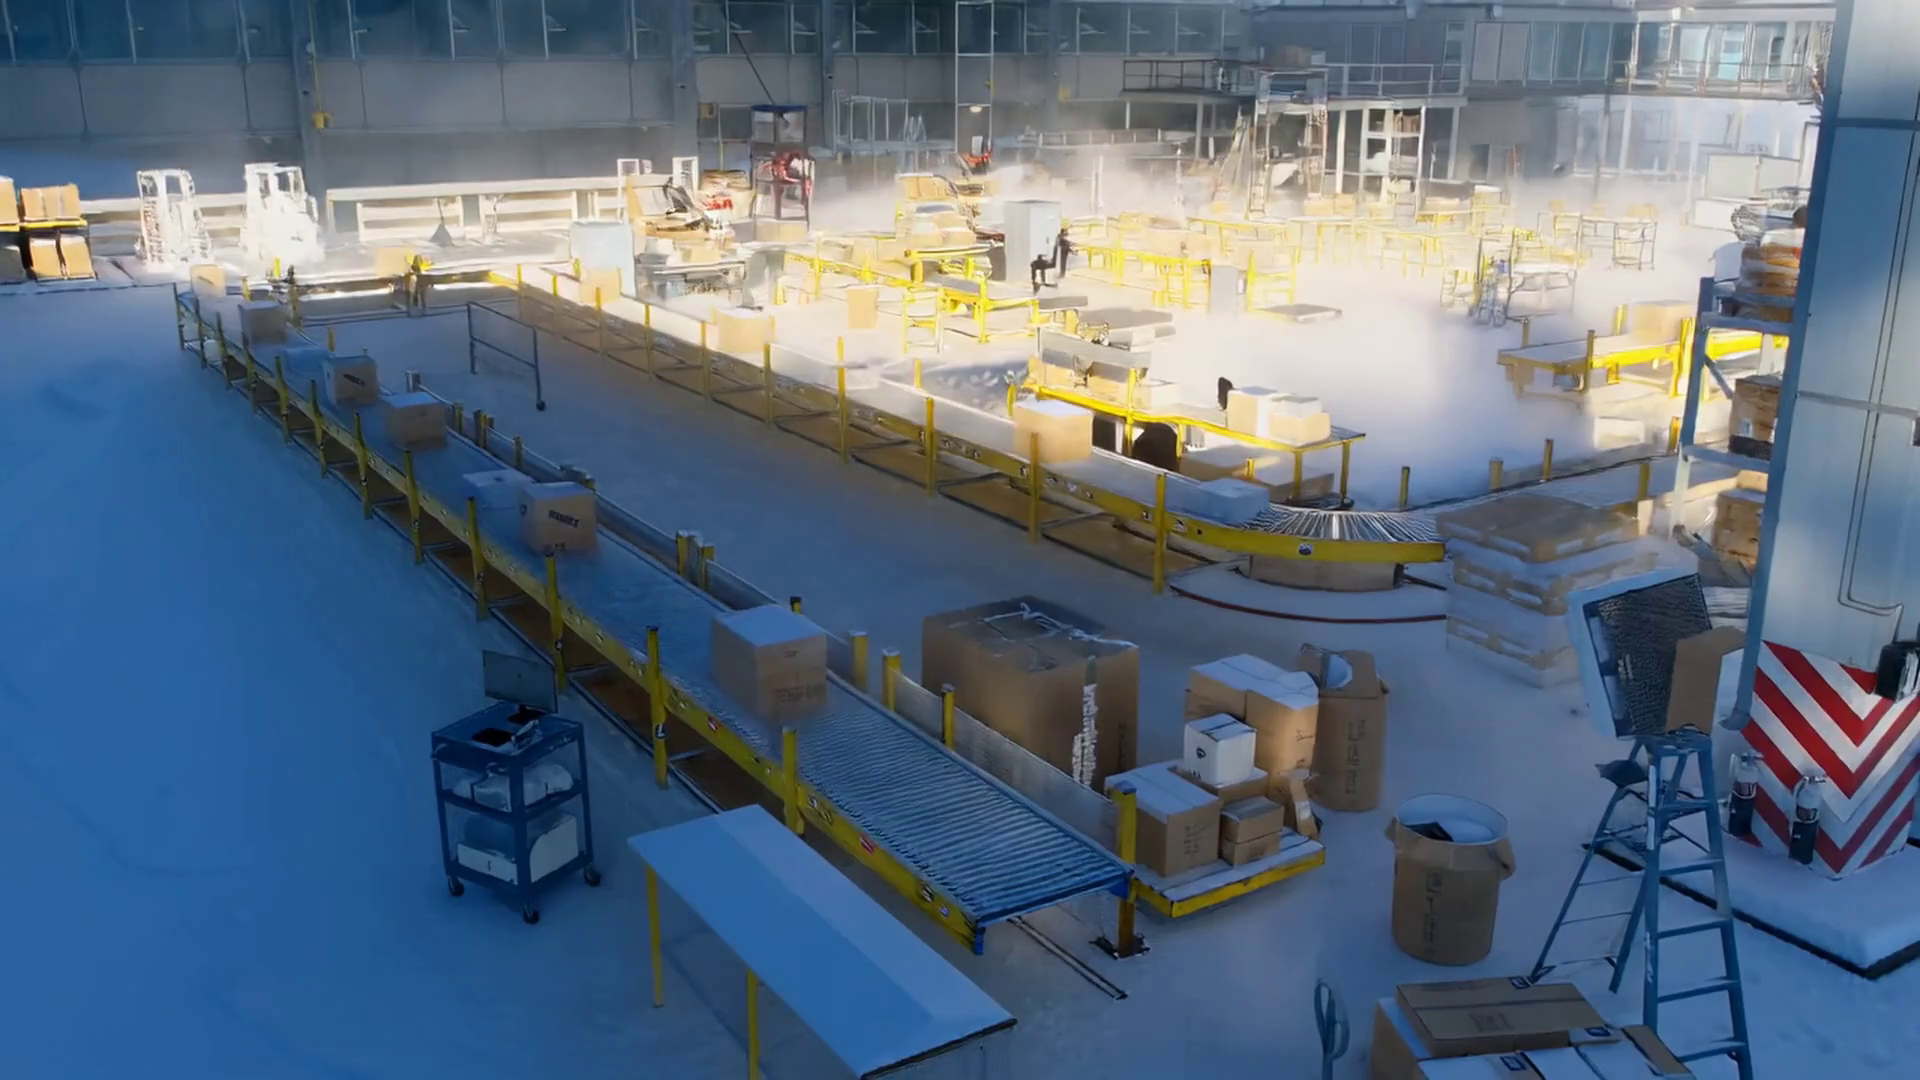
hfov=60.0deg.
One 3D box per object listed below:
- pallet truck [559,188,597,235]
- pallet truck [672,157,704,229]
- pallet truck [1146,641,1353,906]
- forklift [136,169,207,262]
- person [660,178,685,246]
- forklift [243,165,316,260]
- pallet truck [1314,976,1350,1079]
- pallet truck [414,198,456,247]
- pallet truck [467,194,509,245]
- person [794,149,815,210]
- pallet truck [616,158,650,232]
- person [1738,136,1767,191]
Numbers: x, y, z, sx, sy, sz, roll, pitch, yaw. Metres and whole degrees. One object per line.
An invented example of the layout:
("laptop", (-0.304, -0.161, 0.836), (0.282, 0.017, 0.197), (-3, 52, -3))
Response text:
("pallet truck", (-10.010, -8.652, 43.699), (0.653, 1.274, 1.630), (-10, 20, -31))
("pallet truck", (-7.586, -9.308, 44.692), (0.823, 1.965, 1.885), (-11, 20, -33))
("pallet truck", (1.664, 1.407, 10.232), (1.630, 1.274, 0.653), (-10, 20, -31))
("forklift", (-17.842, -7.318, 37.559), (1.157, 1.987, 2.680), (-10, 20, -31))
("person", (-6.468, -7.187, 37.618), (0.614, 2.017, 0.935), (3, 17, 10))
("forklift", (-15.898, -7.669, 38.708), (1.157, 1.987, 2.680), (-11, 20, -33))
("pallet truck", (2.299, 2.390, 7.086), (1.601, 1.201, 0.680), (-2, 17, -7))
("pallet truck", (-13.250, -8.060, 41.856), (0.680, 1.201, 1.601), (-10, 20, -31))
("pallet truck", (-11.983, -8.177, 42.137), (0.704, 1.261, 1.522), (-11, 20, -33))
("person", (-4.673, -10.826, 49.983), (0.653, 1.853, 0.990), (-1, 17, -2))
("pallet truck", (-8.918, -9.176, 44.255), (0.823, 1.965, 1.885), (-9, 19, -27))
("person", (27.080, -12.826, 56.676), (0.599, 1.836, 0.972), (-11, 20, -31))
